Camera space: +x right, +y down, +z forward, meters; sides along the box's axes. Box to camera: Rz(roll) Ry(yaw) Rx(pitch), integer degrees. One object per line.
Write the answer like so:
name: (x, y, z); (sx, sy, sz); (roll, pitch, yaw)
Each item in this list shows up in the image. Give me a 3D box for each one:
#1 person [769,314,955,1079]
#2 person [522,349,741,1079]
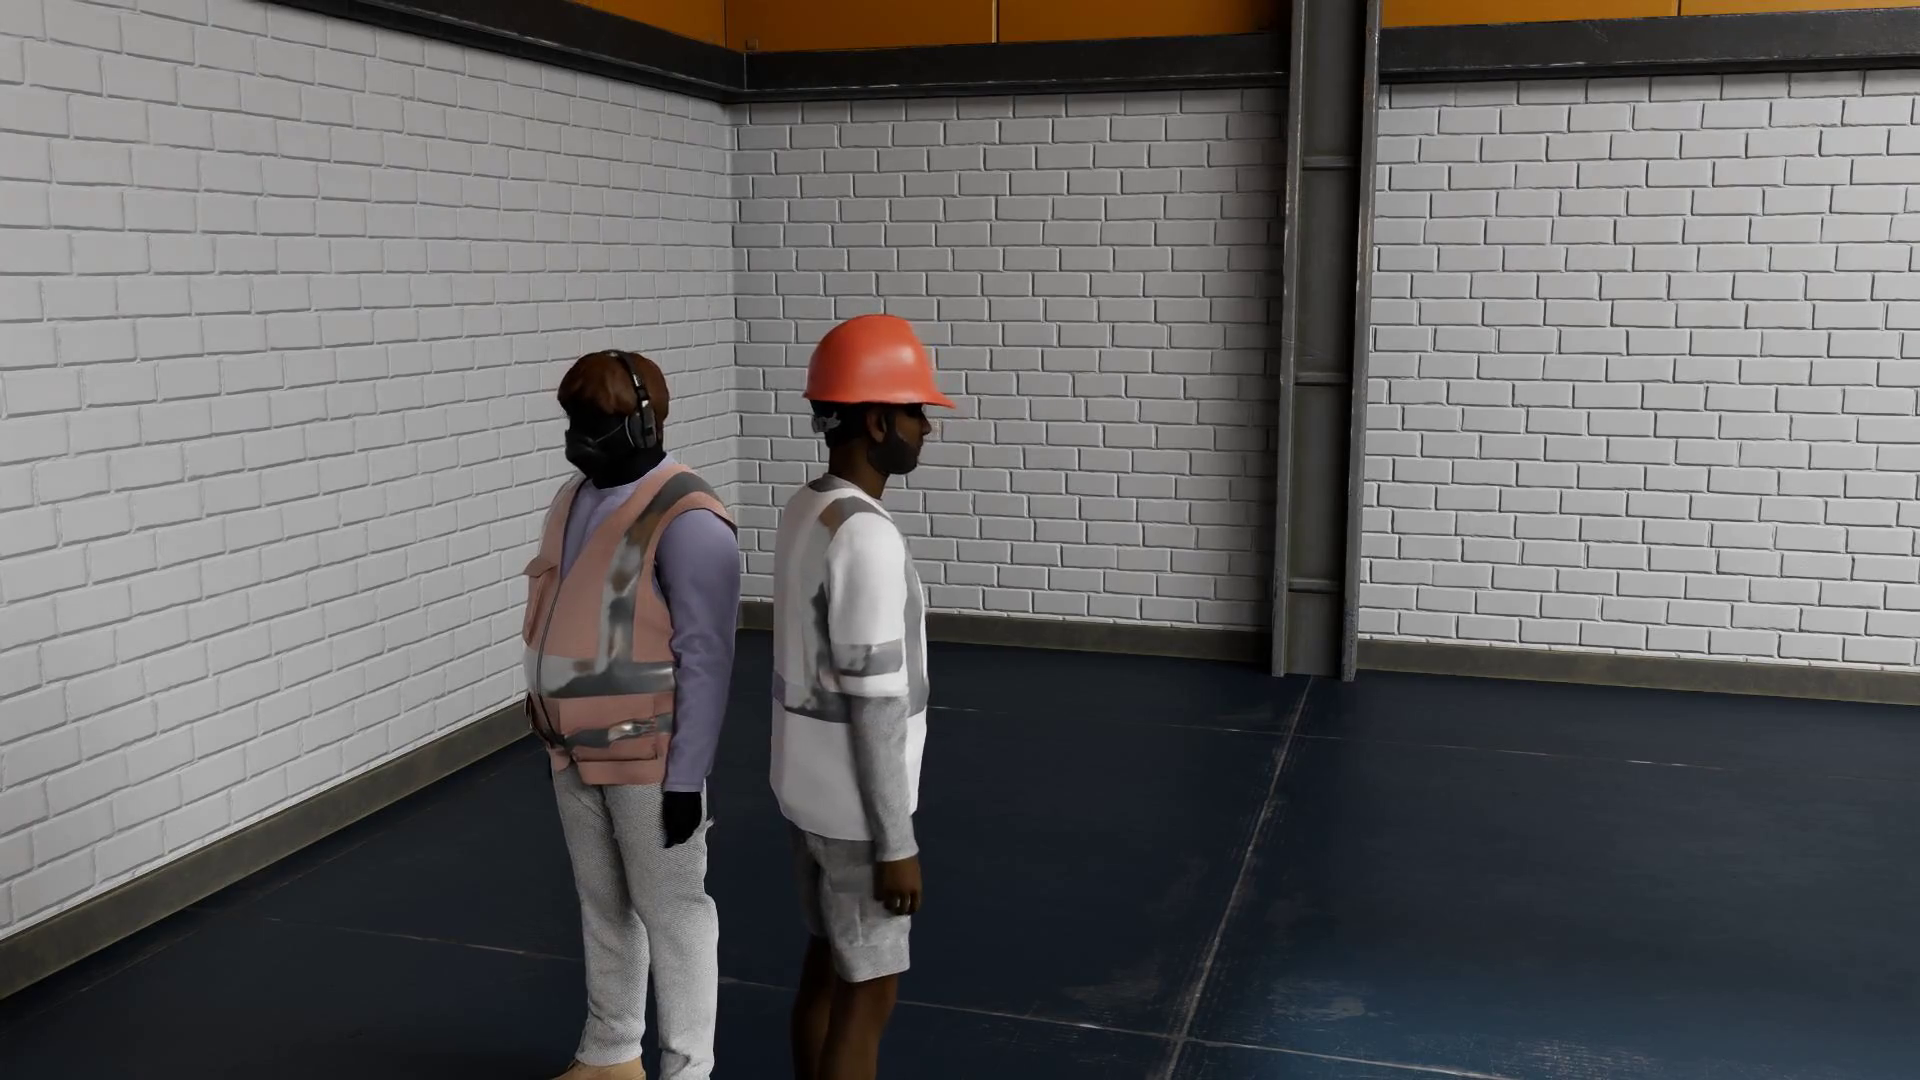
person: (-0.192, 0.513, 3.405); (0.381, 1.933, 0.547); (-3, 10, -17)
person: (-0.771, 0.487, 3.819); (0.429, 1.843, 0.627); (-9, 13, -44)
